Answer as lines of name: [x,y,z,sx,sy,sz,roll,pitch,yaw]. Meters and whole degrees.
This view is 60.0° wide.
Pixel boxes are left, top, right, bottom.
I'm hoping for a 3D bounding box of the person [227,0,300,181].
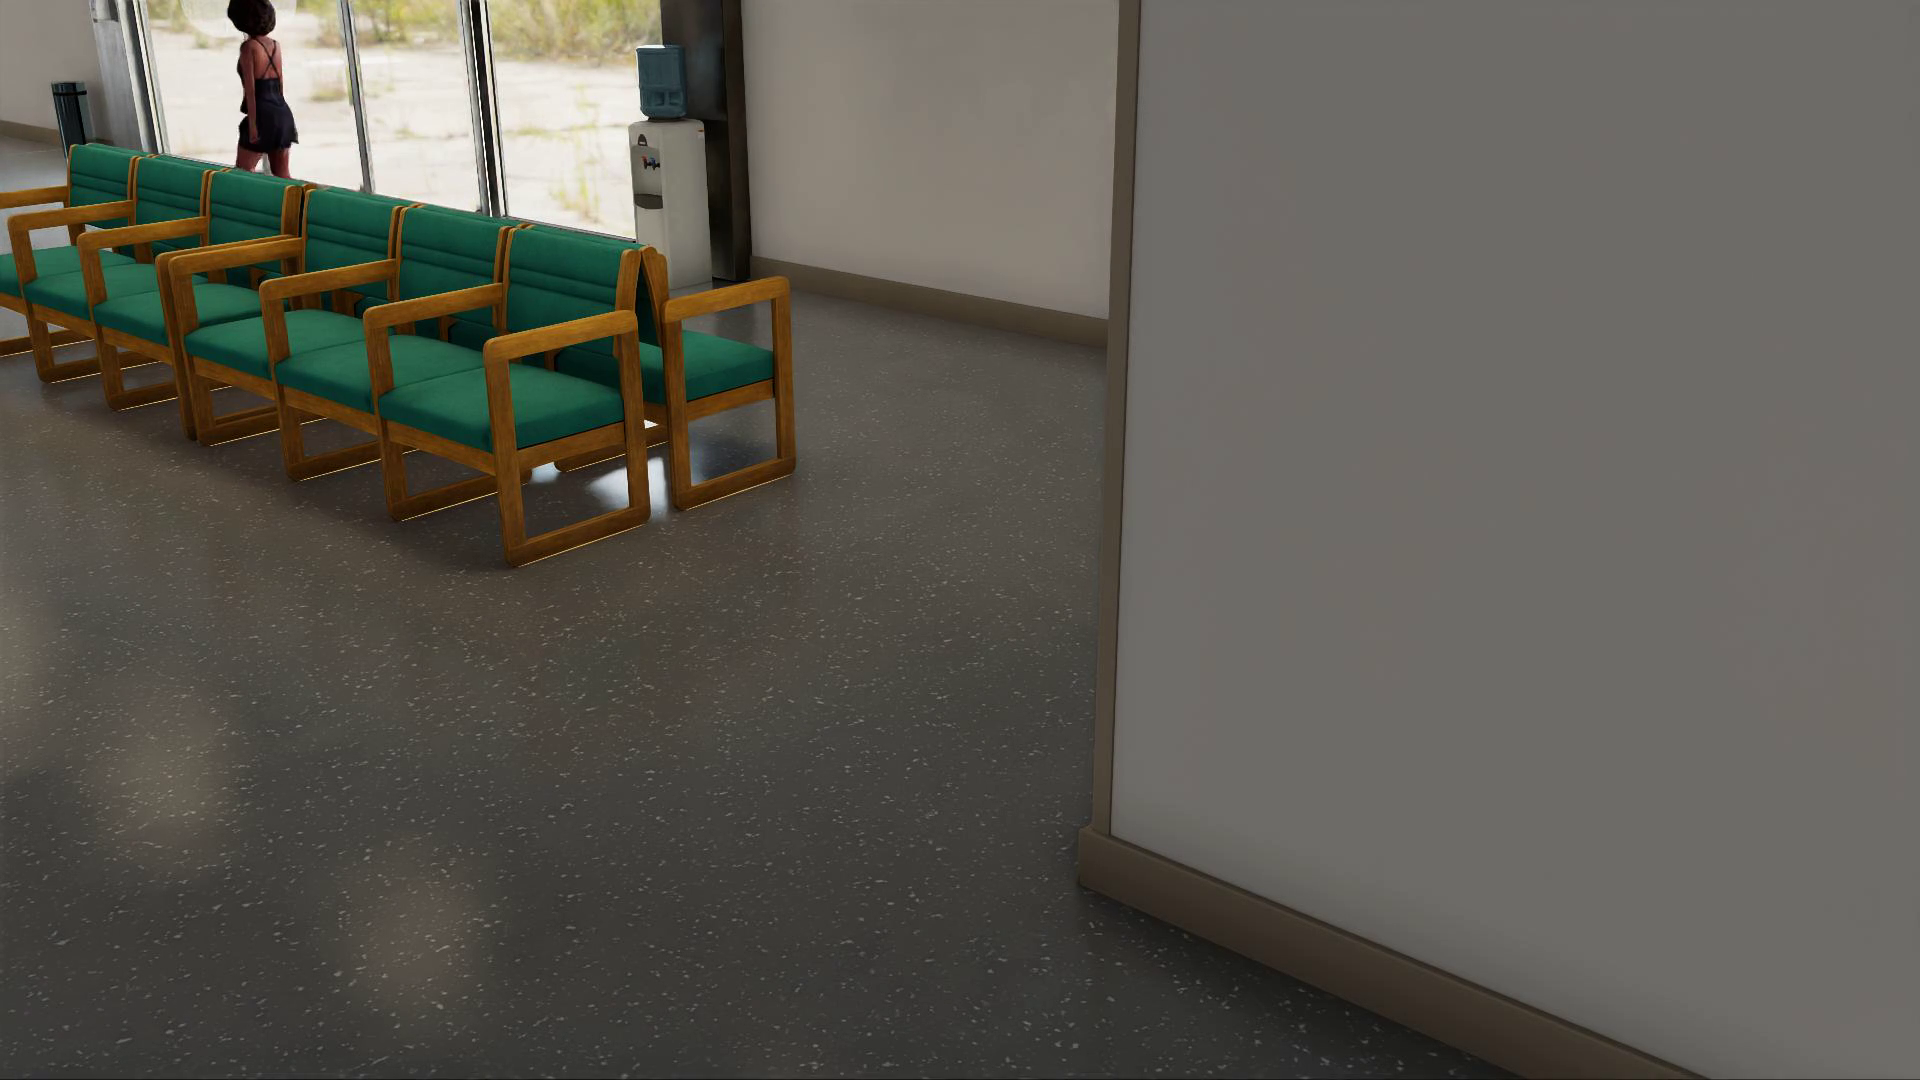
person: [-4.660,-2.818,11.383,0.739,1.773,0.659,6,22,15]
